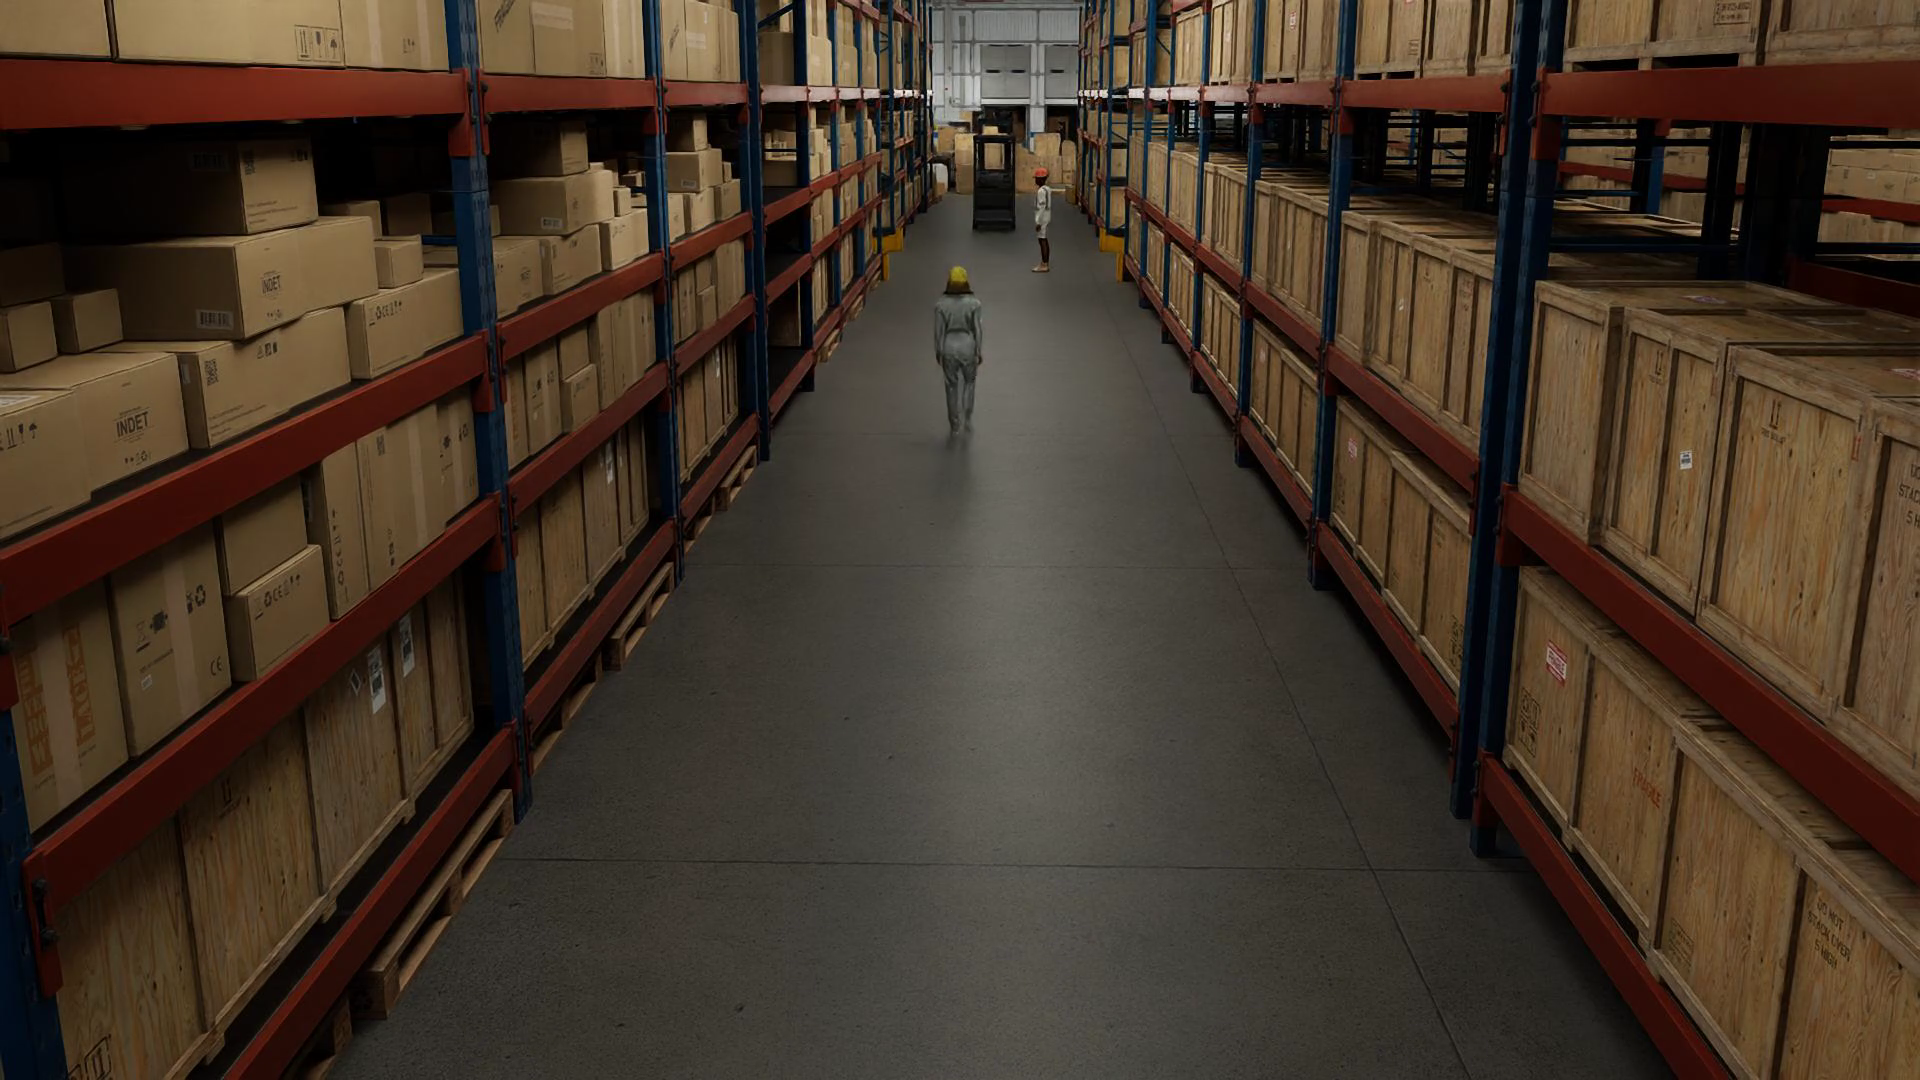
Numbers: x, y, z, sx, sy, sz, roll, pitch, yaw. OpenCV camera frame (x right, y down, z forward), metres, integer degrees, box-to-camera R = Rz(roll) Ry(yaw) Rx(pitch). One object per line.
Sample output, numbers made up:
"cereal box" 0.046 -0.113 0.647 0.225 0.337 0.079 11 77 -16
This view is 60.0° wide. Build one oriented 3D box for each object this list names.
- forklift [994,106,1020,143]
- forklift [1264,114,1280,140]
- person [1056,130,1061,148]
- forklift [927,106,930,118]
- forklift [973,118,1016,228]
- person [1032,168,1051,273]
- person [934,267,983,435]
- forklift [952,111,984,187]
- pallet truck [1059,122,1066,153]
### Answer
"forklift" 2.198 -20.346 83.492 1.129 2.768 1.873 -7 17 -24
"forklift" 11.022 -13.949 59.692 1.129 2.768 1.873 0 15 2
"person" 5.055 -20.415 86.120 0.312 1.635 0.517 5 16 19
"forklift" -1.950 -21.151 86.488 1.129 2.768 1.873 0 15 2
"forklift" 0.905 -9.647 43.686 1.129 2.768 1.873 0 15 1
"person" 1.599 -6.314 32.875 0.383 2.039 0.614 4 15 14
"person" -0.012 -1.983 17.341 0.512 1.719 0.621 1 15 4
"forklift" 0.649 -14.654 62.314 1.873 2.768 1.129 0 15 1
"pallet truck" 5.788 -21.111 88.014 1.885 1.965 0.823 5 16 18
